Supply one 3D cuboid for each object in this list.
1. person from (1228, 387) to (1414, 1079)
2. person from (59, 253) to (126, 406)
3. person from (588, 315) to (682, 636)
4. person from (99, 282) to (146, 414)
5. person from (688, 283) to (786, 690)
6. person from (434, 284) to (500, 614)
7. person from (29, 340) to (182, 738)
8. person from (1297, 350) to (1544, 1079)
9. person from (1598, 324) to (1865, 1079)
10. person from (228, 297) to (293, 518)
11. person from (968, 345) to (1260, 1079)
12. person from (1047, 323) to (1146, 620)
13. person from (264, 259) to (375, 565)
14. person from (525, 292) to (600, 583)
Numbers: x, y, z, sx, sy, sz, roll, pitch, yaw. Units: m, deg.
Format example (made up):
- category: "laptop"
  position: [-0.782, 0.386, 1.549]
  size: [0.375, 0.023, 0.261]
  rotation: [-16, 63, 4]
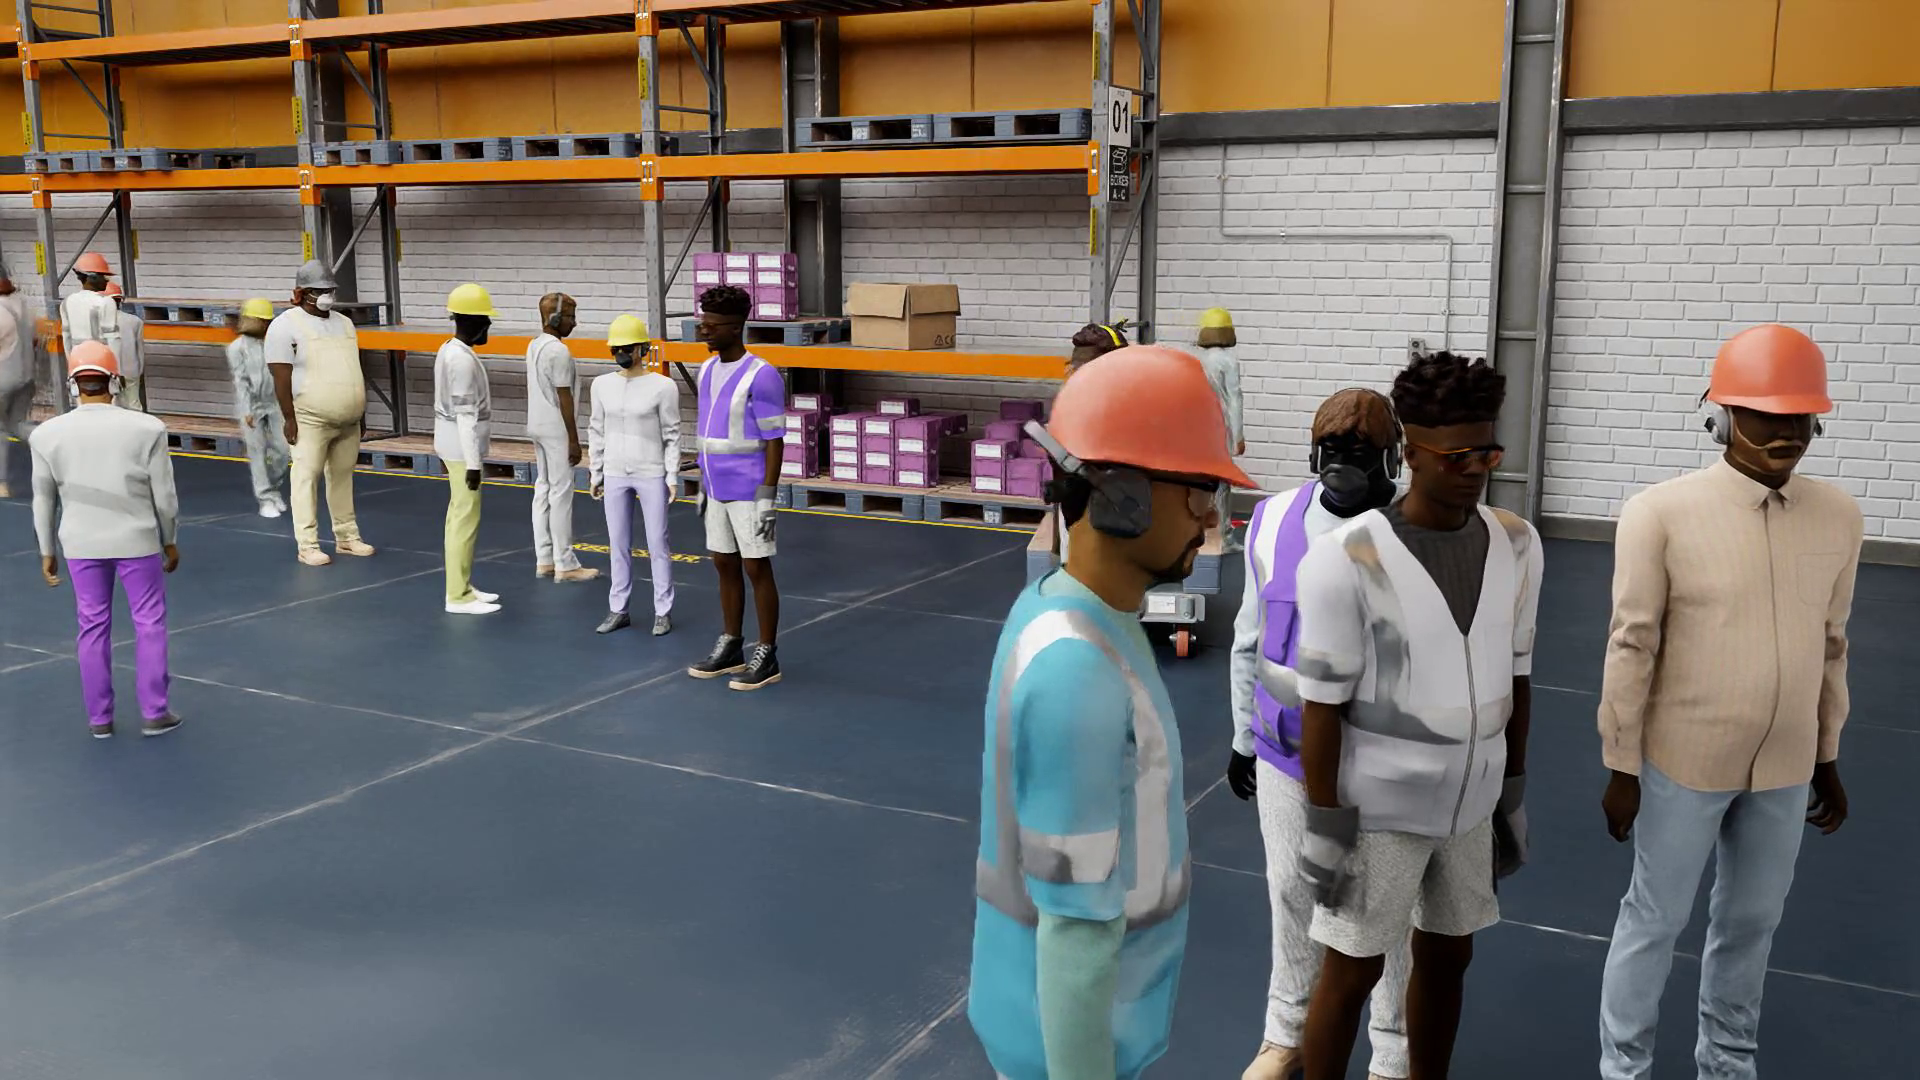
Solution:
- category: "person"
  position: [0.945, 0.537, 4.116]
  size: [0.632, 1.838, 0.430]
  rotation: [8, 13, 38]
- category: "person"
  position: [-7.729, -1.540, 14.919]
  size: [0.609, 2.040, 0.395]
  rotation: [4, 11, 20]
- category: "person"
  position: [-1.791, -0.349, 9.140]
  size: [0.533, 1.768, 0.311]
  rotation: [2, 11, 11]
- category: "person"
  position: [-8.204, -1.631, 16.200]
  size: [0.326, 1.752, 0.563]
  rotation: [5, 12, 27]
- category: "person"
  position: [-1.085, -0.257, 8.086]
  size: [0.368, 1.965, 0.609]
  rotation: [-9, 14, -42]
- category: "person"
  position: [-2.856, -0.525, 9.708]
  size: [0.402, 1.916, 0.585]
  rotation: [-4, 11, -20]
- category: "person"
  position: [-3.724, 0.000, 7.297]
  size: [0.575, 1.743, 0.350]
  rotation: [-2, 11, -12]
- category: "person"
  position: [1.002, 0.561, 3.640]
  size: [0.605, 1.955, 0.396]
  rotation: [-4, 11, -21]
- category: "person"
  position: [1.778, 0.503, 3.839]
  size: [0.622, 1.992, 0.396]
  rotation: [-2, 11, -10]
- category: "person"
  position: [-5.410, -1.023, 12.930]
  size: [0.389, 1.722, 0.489]
  rotation: [9, 14, 40]
- category: "person"
  position: [0.181, 0.734, 2.526]
  size: [0.514, 2.035, 0.662]
  rotation: [1, 10, 3]
- category: "person"
  position: [0.504, 0.127, 6.246]
  size: [0.328, 1.872, 0.510]
  rotation: [-9, 14, -41]
- category: "person"
  position: [-4.261, -0.866, 11.218]
  size: [0.537, 2.000, 0.682]
  rotation: [6, 12, 28]
- category: "person"
  position: [-2.565, -0.647, 10.580]
  size: [0.348, 1.838, 0.505]
  rotation: [-8, 13, -37]
